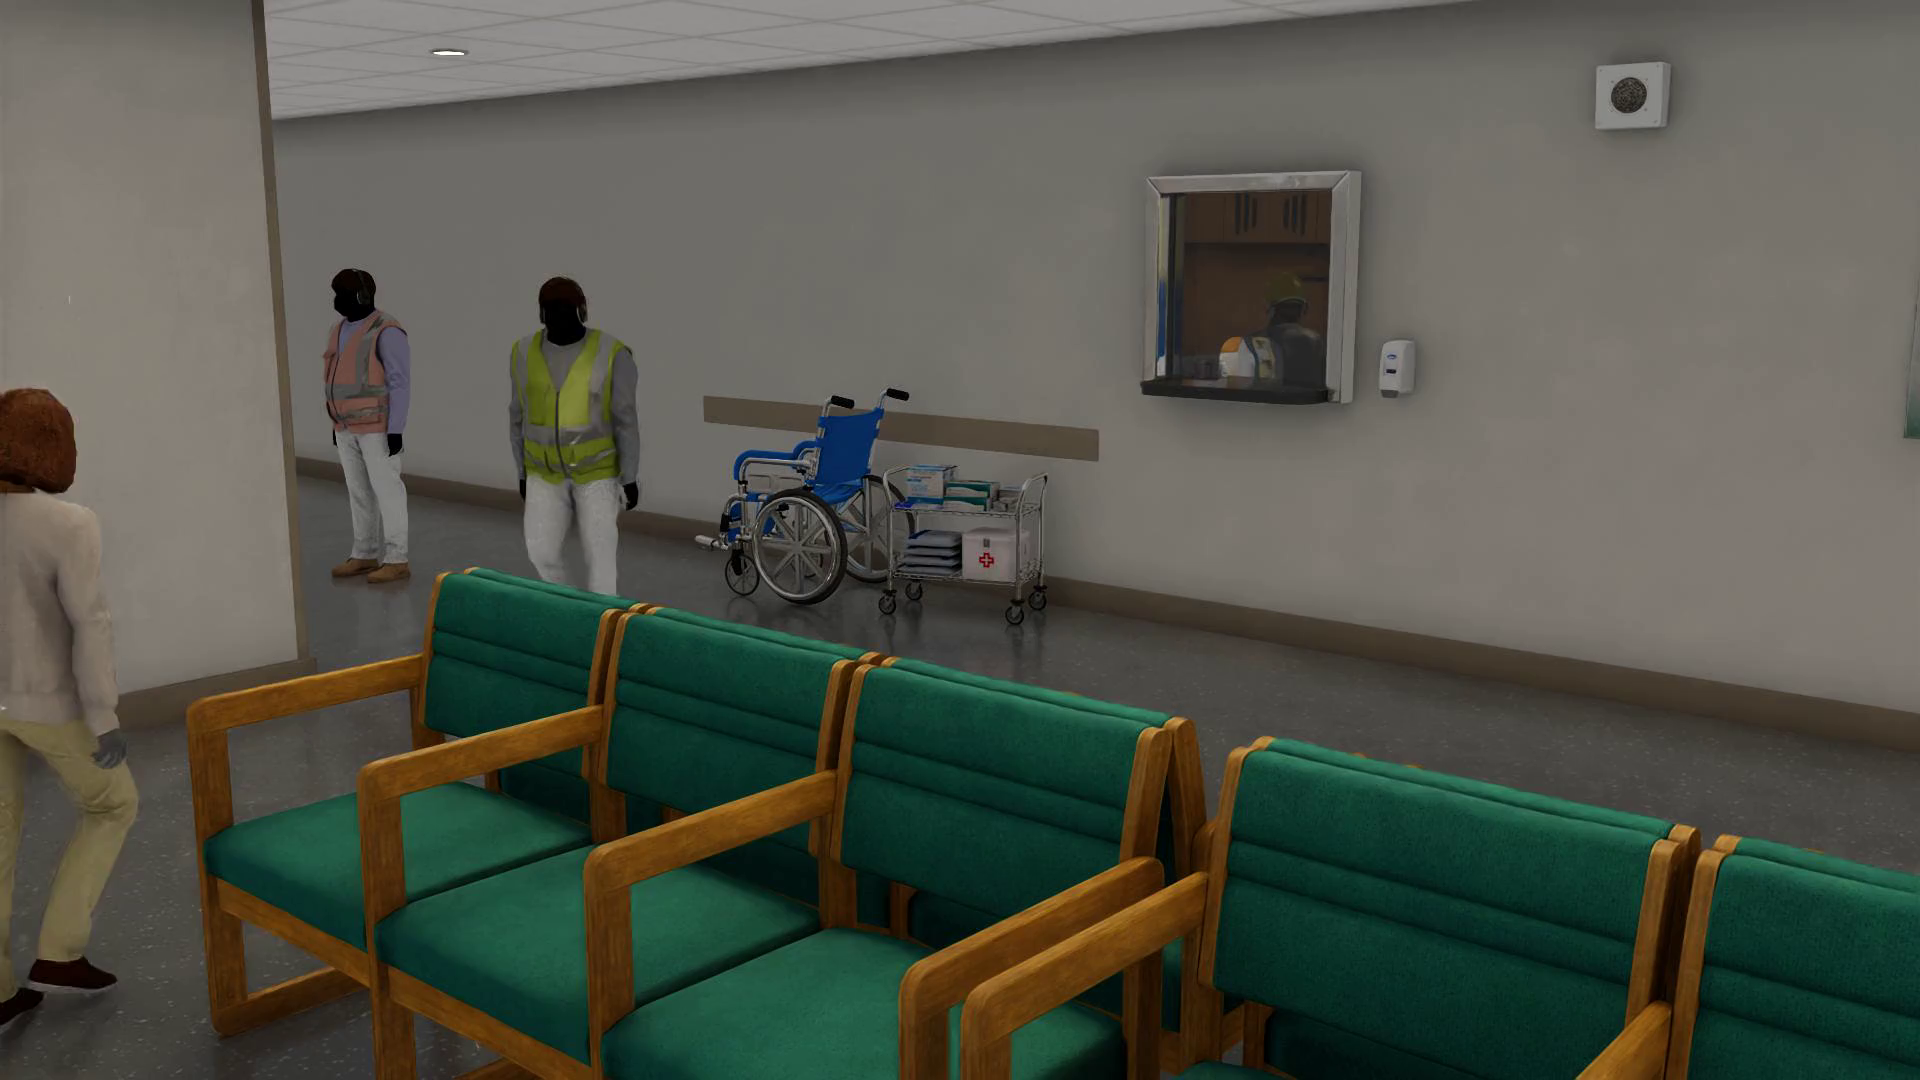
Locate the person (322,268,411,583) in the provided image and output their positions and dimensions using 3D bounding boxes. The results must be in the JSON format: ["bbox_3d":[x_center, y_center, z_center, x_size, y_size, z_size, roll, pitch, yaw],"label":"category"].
[{"bbox_3d":[-3.500,-0.667,9.784,0.634,1.841,0.429,7,12,35],"label":"person"}]

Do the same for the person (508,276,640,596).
[{"bbox_3d":[-1.812,-0.318,7.830,0.645,1.828,0.446,1,10,4],"label":"person"}]

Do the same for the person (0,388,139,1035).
[{"bbox_3d":[-2.342,0.429,4.172,0.613,1.608,0.446,2,10,12],"label":"person"}]

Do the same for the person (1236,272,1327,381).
[{"bbox_3d":[1.787,-0.566,9.263,0.597,1.828,0.403,-2,10,-14],"label":"person"}]
